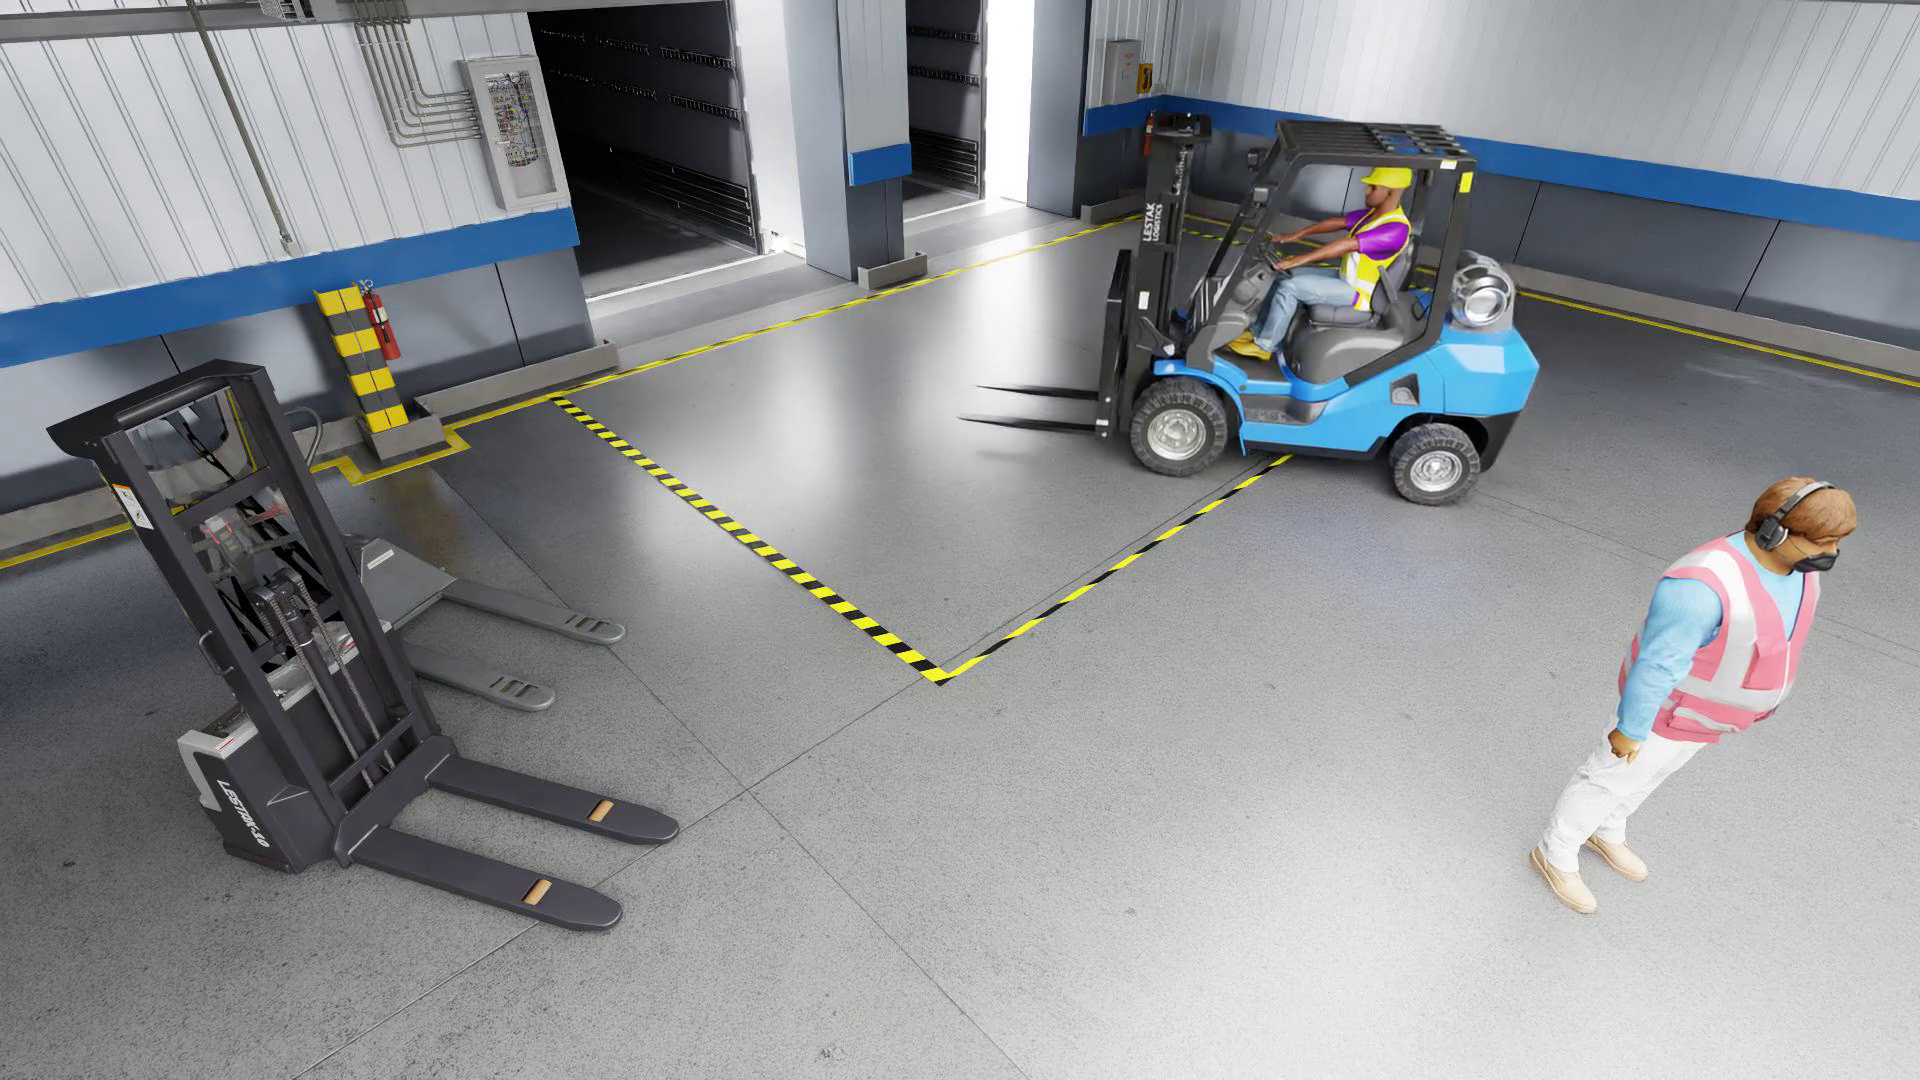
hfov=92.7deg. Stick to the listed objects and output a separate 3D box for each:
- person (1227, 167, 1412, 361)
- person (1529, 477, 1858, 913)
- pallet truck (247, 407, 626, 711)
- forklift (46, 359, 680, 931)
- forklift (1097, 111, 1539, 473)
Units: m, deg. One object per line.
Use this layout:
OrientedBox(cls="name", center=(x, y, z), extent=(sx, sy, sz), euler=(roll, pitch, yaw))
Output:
OrientedBox(cls="person", center=(2.315, -1.817, 5.997), extent=(1.004, 1.293, 0.635), euler=(7, 35, 10))
OrientedBox(cls="person", center=(2.563, 0.588, 3.247), extent=(0.632, 1.841, 0.429), euler=(-15, 37, -20))
OrientedBox(cls="pallet truck", center=(-2.628, 0.038, 4.590), extent=(1.601, 1.201, 0.680), euler=(12, 36, 18))
OrientedBox(cls="forklift", center=(-2.135, 0.422, 3.354), extent=(1.885, 1.965, 0.823), euler=(10, 35, 14))
OrientedBox(cls="forklift", center=(2.371, -1.651, 6.086), extent=(2.680, 2.036, 1.157), euler=(7, 35, 10))
